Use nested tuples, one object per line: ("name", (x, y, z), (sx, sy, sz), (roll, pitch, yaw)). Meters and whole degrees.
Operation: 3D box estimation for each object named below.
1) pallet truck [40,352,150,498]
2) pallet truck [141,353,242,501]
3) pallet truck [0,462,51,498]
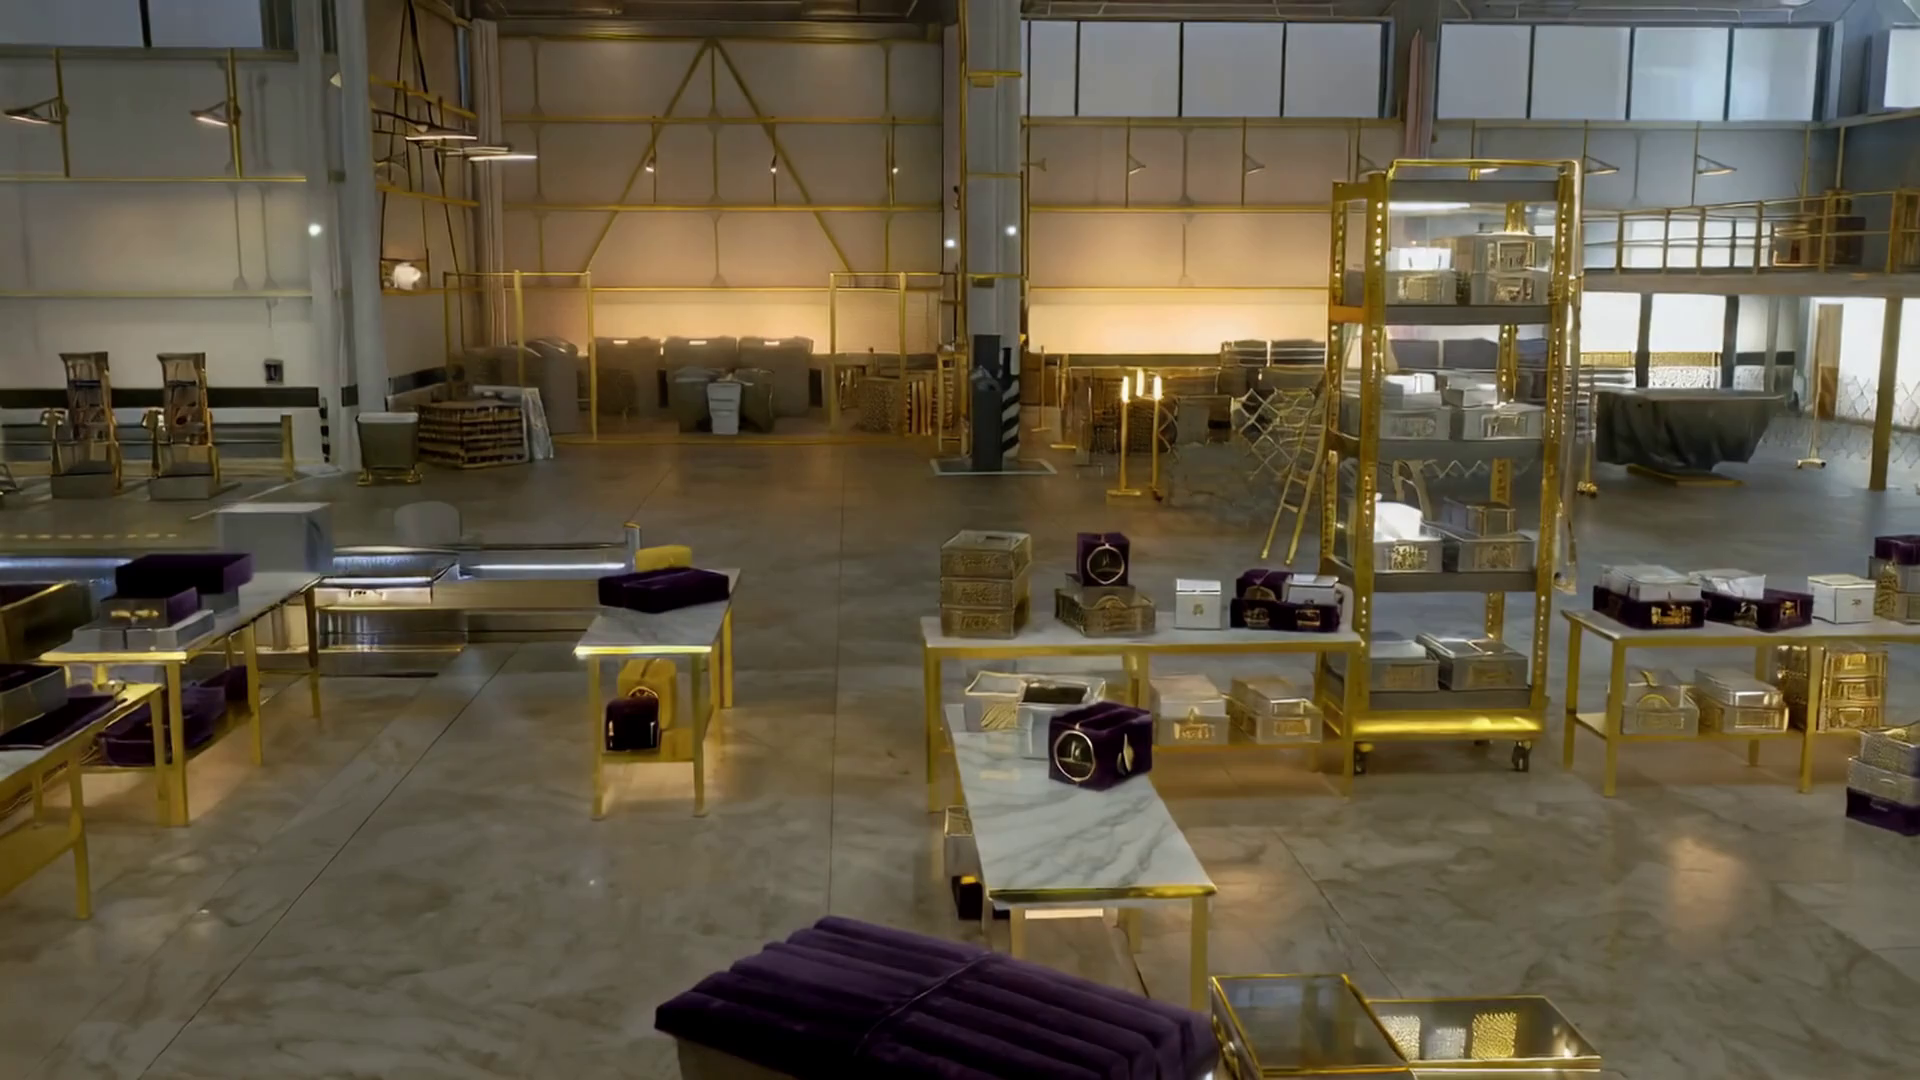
("pallet truck", (-11.907, -1.642, 23.165), (0.823, 1.965, 1.885), (0, 9, 0))
("pallet truck", (-10.520, -1.604, 22.925), (0.823, 1.965, 1.885), (-1, 9, -6))
("pallet truck", (-13.193, -1.293, 23.148), (0.653, 1.274, 1.630), (-1, 9, -4))
